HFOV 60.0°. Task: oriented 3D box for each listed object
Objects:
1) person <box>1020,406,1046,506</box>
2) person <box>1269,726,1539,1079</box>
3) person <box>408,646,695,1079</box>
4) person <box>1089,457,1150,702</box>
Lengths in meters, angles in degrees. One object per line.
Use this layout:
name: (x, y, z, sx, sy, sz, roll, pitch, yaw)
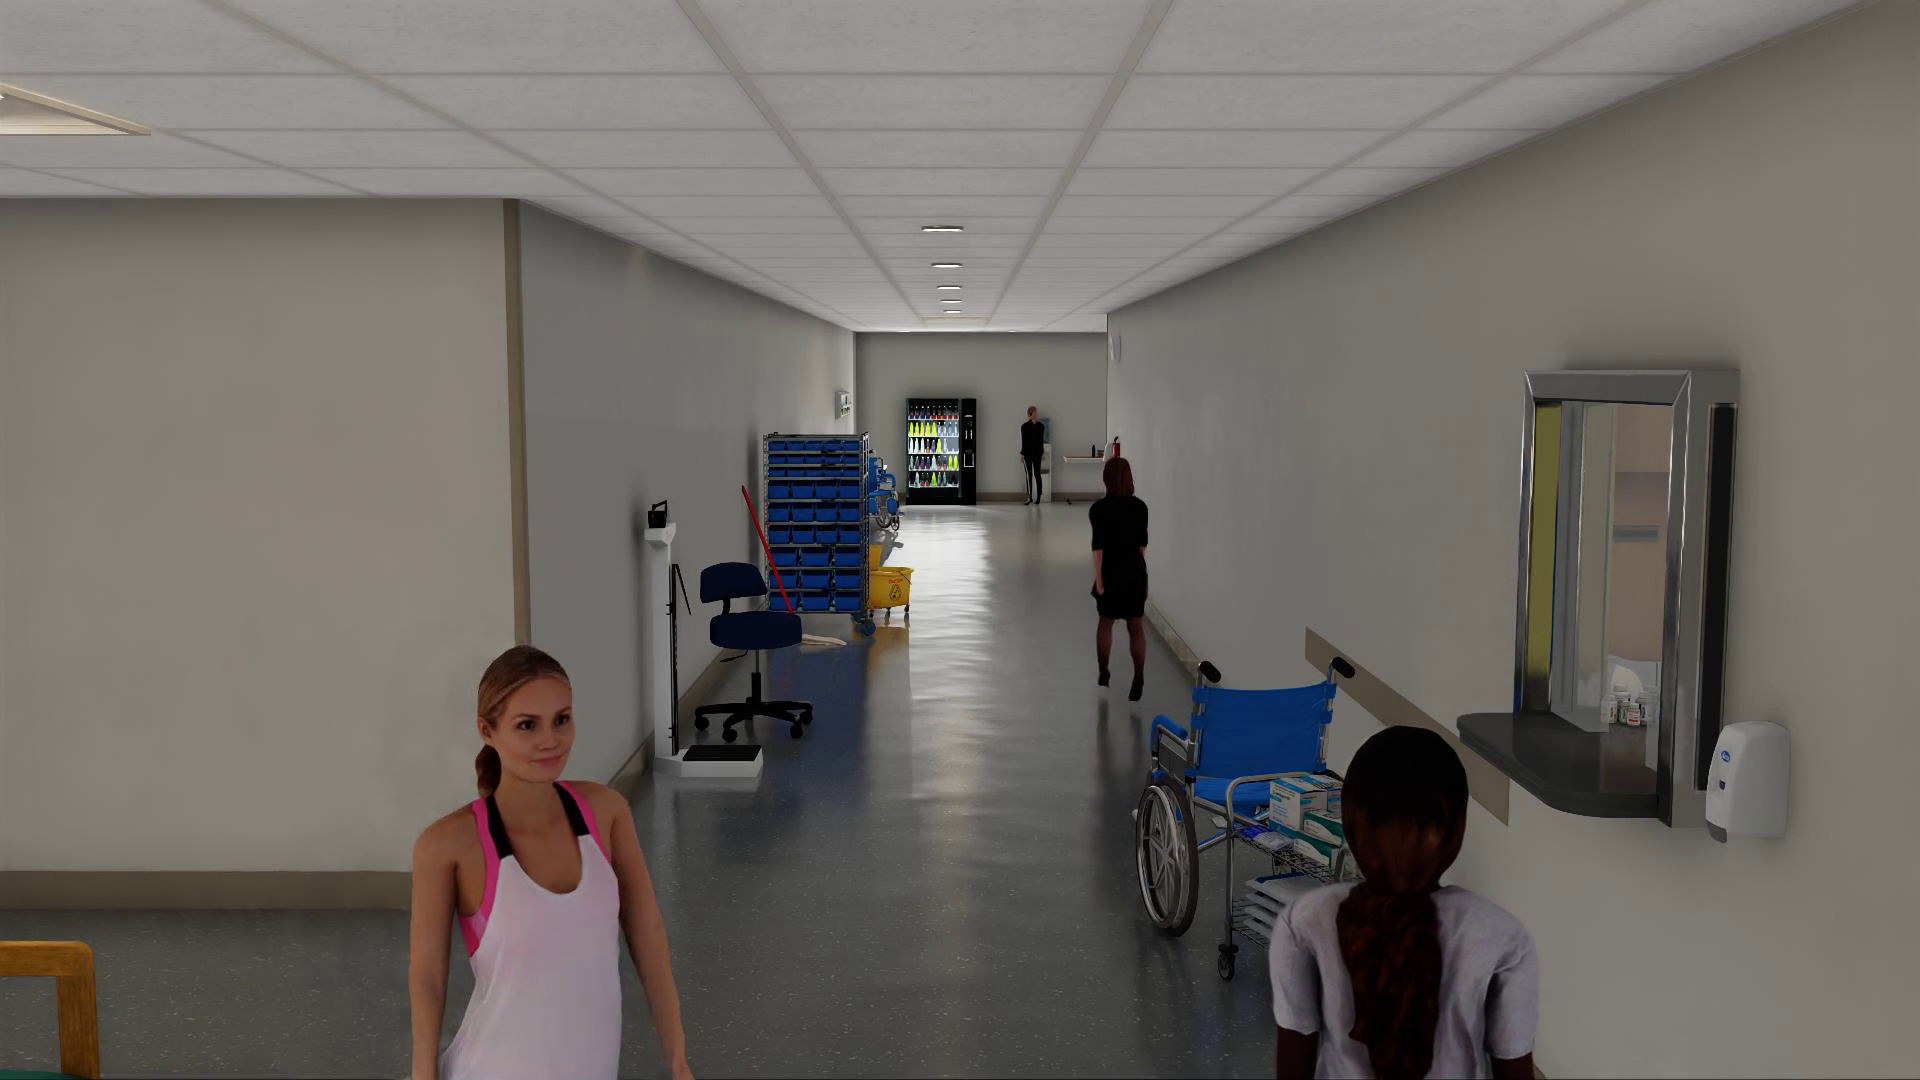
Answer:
person: (1.251, -1.451, 28.626, 0.636, 1.707, 0.755, -3, 6, -27)
person: (0.724, 1.147, 2.741, 0.540, 1.719, 0.691, 1, 6, 13)
person: (-0.865, 1.083, 3.234, 1.063, 1.748, 1.108, -6, 8, -44)
person: (1.138, 0.303, 11.421, 1.027, 1.660, 0.759, -1, 6, -9)
